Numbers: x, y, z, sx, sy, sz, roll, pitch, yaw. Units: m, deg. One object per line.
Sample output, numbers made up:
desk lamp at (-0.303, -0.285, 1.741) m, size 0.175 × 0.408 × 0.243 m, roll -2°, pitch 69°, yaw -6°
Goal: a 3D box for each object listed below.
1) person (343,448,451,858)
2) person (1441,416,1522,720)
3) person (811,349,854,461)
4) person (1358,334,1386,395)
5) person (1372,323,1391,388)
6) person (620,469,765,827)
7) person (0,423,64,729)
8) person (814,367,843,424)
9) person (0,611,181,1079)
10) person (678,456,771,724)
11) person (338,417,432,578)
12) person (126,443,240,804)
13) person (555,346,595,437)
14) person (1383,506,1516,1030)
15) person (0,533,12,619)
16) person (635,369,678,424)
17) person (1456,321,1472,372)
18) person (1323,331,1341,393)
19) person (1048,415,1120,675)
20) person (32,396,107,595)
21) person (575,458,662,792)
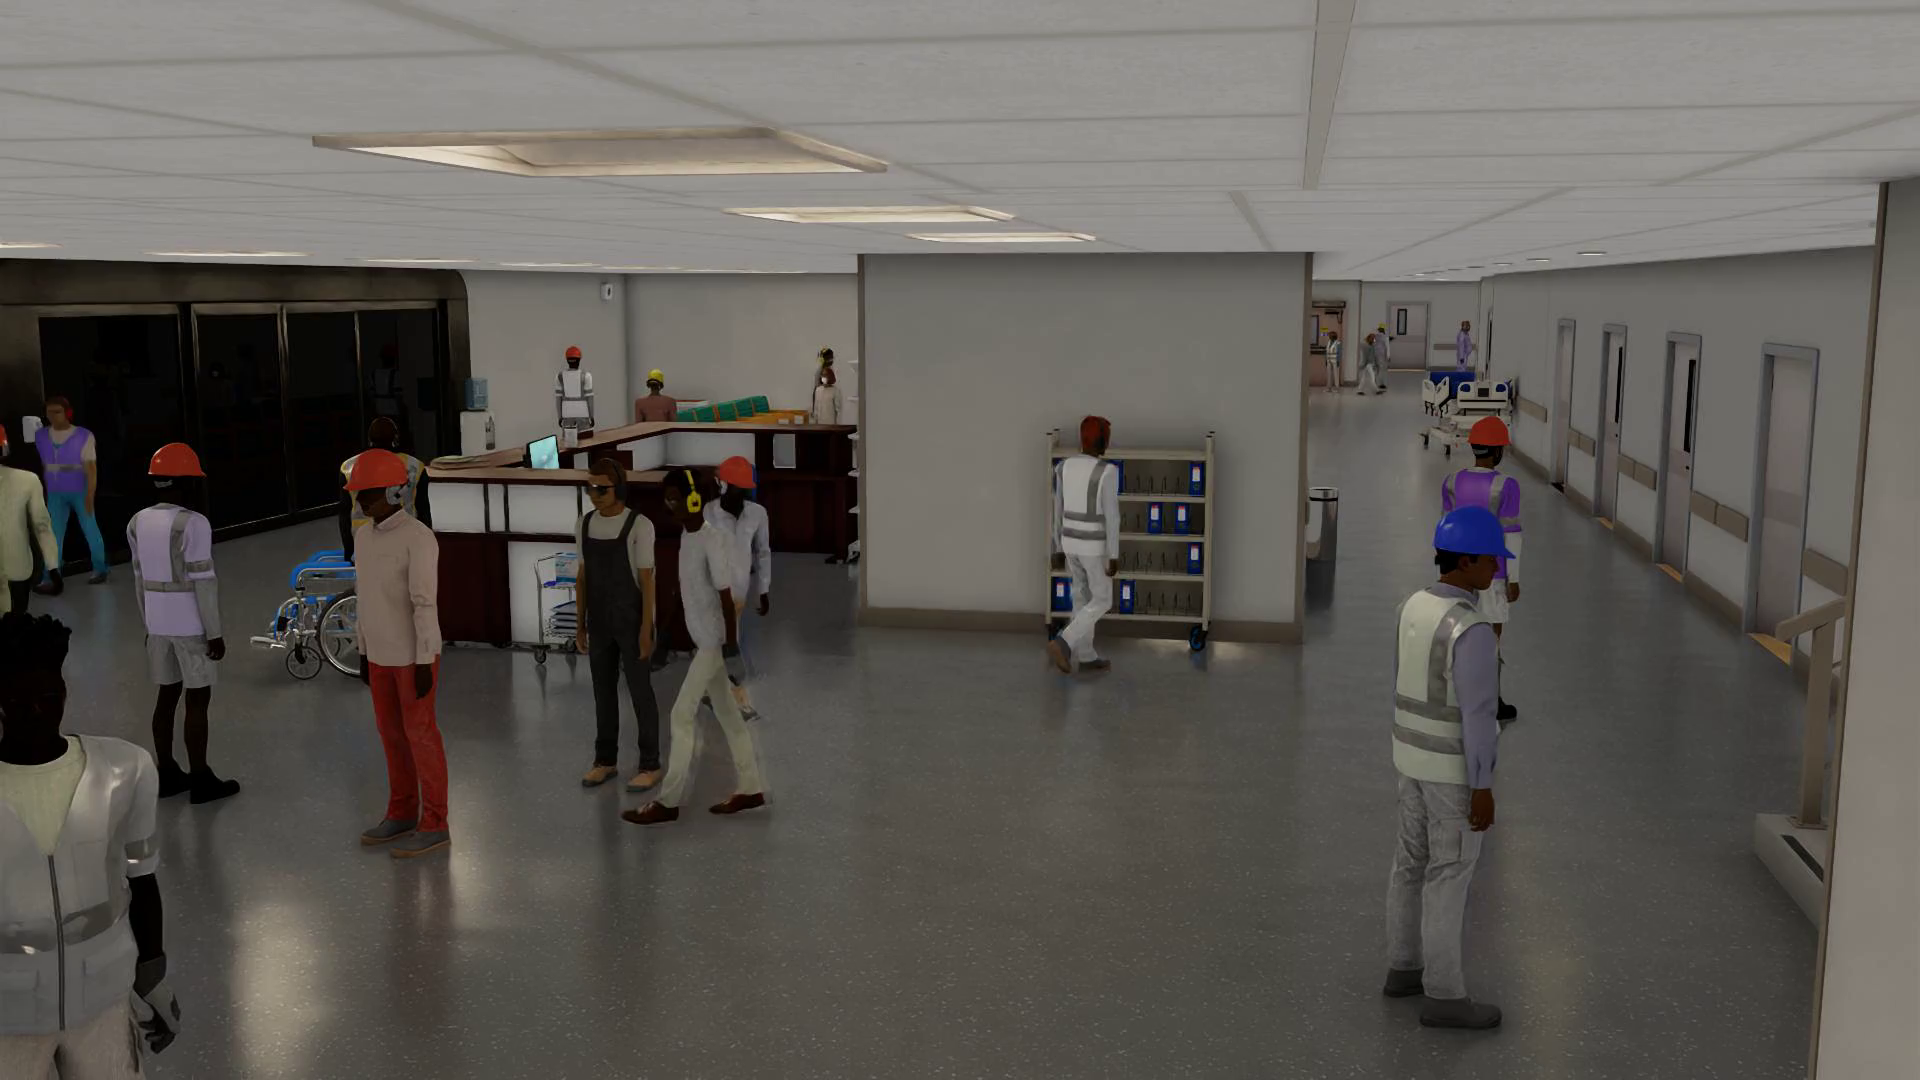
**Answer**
person at (-2.747, 0.544, 8.076) m, size 0.608 × 1.987 × 0.402 m, roll 6°, pitch 11°, yaw 37°
person at (3.334, 0.182, 10.616) m, size 0.356 × 1.938 × 0.543 m, roll -8°, pitch 12°, yaw -42°
person at (-2.173, -2.150, 26.521) m, size 0.973 × 1.812 × 0.553 m, roll 3°, pitch 9°, yaw 20°
person at (10.665, -4.517, 42.918) m, size 0.841 × 1.595 × 0.508 m, roll 5°, pitch 10°, yaw 29°
person at (11.675, -5.102, 46.121) m, size 0.453 × 1.800 × 0.673 m, roll -7°, pitch 11°, yaw -37°
person at (-1.399, 0.551, 8.513) m, size 0.872 × 1.826 × 0.501 m, roll -3°, pitch 9°, yaw -19°
person at (-5.952, 0.212, 10.381) m, size 0.982 × 1.950 × 0.616 m, roll 7°, pitch 11°, yaw 40°
person at (-1.896, -1.652, 23.784) m, size 0.505 × 1.636 × 0.278 m, roll 6°, pitch 11°, yaw 36°
person at (-2.278, 1.145, 4.156) m, size 0.601 × 1.958 × 0.390 m, roll -8°, pitch 12°, yaw -42°
person at (-1.456, 0.311, 10.529) m, size 0.558 × 1.691 × 0.863 m, roll -7°, pitch 11°, yaw -40°
person at (-4.111, 0.038, 11.931) m, size 0.625 × 1.838 × 0.430 m, roll -3°, pitch 9°, yaw -19°
person at (-4.160, 0.445, 8.917) m, size 0.545 × 1.931 × 0.378 m, roll 4°, pitch 9°, yaw 25°
person at (-5.474, -1.790, 23.706) m, size 0.543 × 1.938 × 0.364 m, roll 0°, pitch 9°, yaw 2°
person at (1.833, 0.837, 6.242) m, size 0.404 × 1.943 × 0.612 m, roll -2°, pitch 9°, yaw -11°
person at (-5.367, 0.503, 8.835) m, size 0.597 × 1.831 × 0.403 m, roll -6°, pitch 10°, yaw -33°
person at (-3.704, -1.200, 20.356) m, size 0.523 × 1.769 × 0.309 m, roll -1°, pitch 9°, yaw -5°
person at (13.470, -4.898, 44.429) m, size 0.400 × 1.910 × 0.643 m, roll 4°, pitch 9°, yaw 24°
person at (9.905, -4.721, 44.148) m, size 0.315 × 1.636 × 0.514 m, roll -5°, pitch 10°, yaw -32°
person at (0.845, 0.057, 11.674) m, size 0.623 × 1.867 × 0.590 m, roll -8°, pitch 12°, yaw -42°
person at (-8.082, -0.414, 15.098) m, size 0.581 × 1.781 × 1.047 m, roll 0°, pitch 9°, yaw 2°
person at (-1.880, 0.462, 9.101) m, size 0.503 × 1.837 × 0.342 m, roll 4°, pitch 9°, yaw 22°
